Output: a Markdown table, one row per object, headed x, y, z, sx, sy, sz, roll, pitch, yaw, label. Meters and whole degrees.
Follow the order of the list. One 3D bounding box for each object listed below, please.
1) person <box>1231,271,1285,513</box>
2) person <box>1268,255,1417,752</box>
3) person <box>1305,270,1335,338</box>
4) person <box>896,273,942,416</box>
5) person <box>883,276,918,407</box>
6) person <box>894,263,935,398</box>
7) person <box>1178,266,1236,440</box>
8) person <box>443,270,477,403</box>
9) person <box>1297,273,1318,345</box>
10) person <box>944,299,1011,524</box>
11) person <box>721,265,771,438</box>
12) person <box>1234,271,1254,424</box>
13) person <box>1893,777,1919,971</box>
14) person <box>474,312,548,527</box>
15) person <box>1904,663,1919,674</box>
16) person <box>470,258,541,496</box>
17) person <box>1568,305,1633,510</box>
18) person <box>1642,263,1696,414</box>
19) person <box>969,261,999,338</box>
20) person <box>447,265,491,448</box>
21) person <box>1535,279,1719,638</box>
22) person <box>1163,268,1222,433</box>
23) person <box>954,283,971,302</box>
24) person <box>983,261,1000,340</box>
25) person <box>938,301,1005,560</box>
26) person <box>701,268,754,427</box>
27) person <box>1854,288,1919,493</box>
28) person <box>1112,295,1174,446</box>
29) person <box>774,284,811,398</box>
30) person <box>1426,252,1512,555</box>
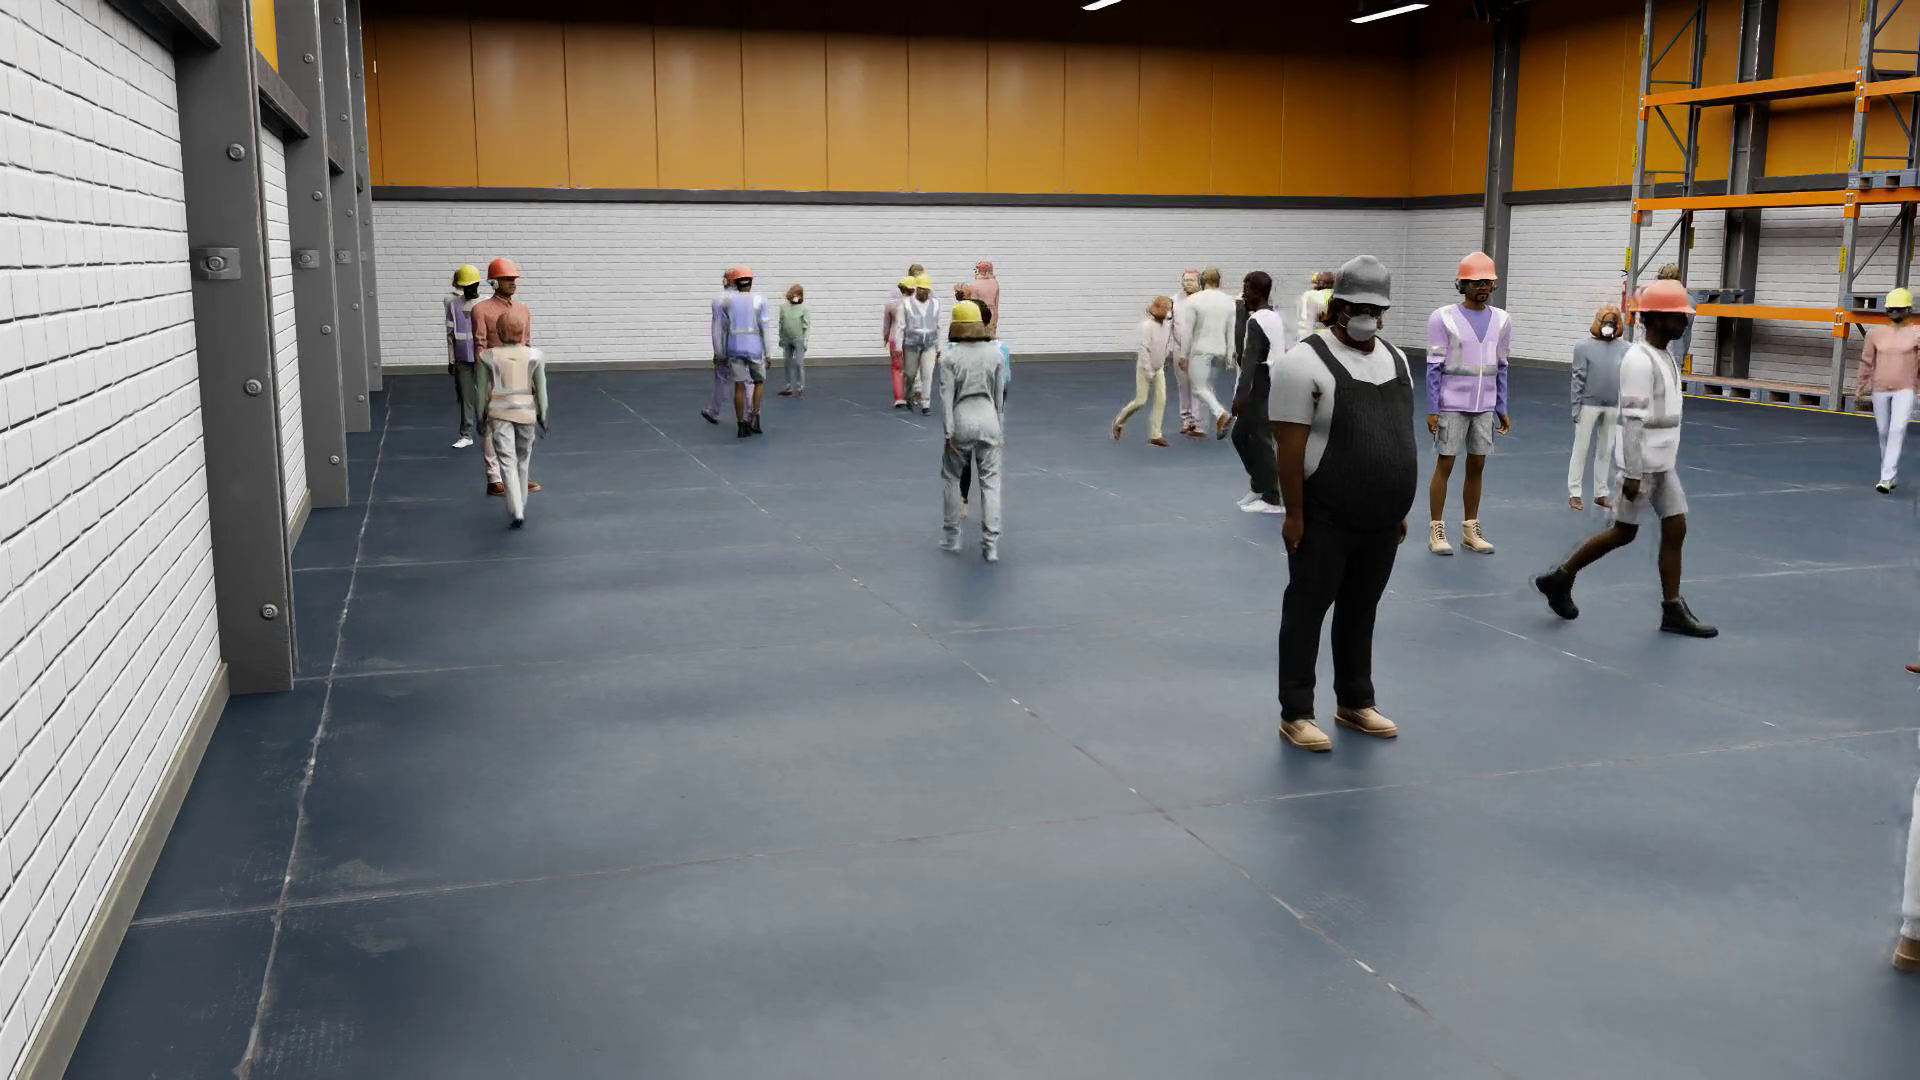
| x | y | z | sx | sy | sz | roll | pitch | yaw | label |
| --- | --- | --- | --- | --- | --- | --- | --- | --- | --- |
| 2.331 | -1.155 | 13.097 | 0.536 | 1.901 | 0.603 | 3 | 10 | 17 | person |
| 1.630 | -0.154 | 6.878 | 0.684 | 2.000 | 0.536 | -6 | 11 | -29 | person |
| 4.427 | -2.411 | 20.579 | 0.665 | 1.819 | 0.735 | -5 | 11 | -27 | person |
| -0.532 | -2.489 | 21.117 | 0.616 | 1.799 | 0.805 | -3 | 10 | -14 | person |
| -0.766 | -2.619 | 22.047 | 0.587 | 1.733 | 0.594 | 2 | 10 | 11 | person |
| -0.679 | -2.969 | 23.571 | 0.645 | 1.910 | 0.813 | -7 | 12 | -34 | person |
| 2.723 | -1.996 | 17.937 | 0.642 | 1.910 | 0.808 | -6 | 11 | -29 | person |
| -6.666 | -2.726 | 22.429 | 0.514 | 1.822 | 0.790 | -6 | 11 | -31 | person |
| 4.994 | -2.930 | 23.732 | 0.639 | 1.788 | 0.905 | 9 | 13 | 43 | person |
| 0.121 | -0.965 | 12.560 | 0.530 | 1.697 | 0.321 | 5 | 11 | 25 | person |
| -2.381 | -2.093 | 18.493 | 0.582 | 1.904 | 0.500 | 1 | 10 | 4 | person |
| 3.328 | -2.136 | 18.930 | 0.429 | 1.840 | 0.637 | 7 | 12 | 35 | person |
| 3.011 | 0.345 | 4.599 | 0.710 | 1.818 | 0.651 | 0 | 10 | -3 | person |
| -3.377 | -0.913 | 12.538 | 0.525 | 1.600 | 0.837 | -4 | 11 | -24 | person |
| 4.751 | -0.225 | 7.782 | 0.313 | 1.869 | 0.538 | 1 | 10 | 7 | person |
| -3.846 | -1.379 | 14.089 | 0.376 | 1.997 | 0.612 | 6 | 12 | 32 | person |
| 5.108 | -1.054 | 13.260 | 0.501 | 1.633 | 0.289 | -1 | 10 | -7 | person |
| 7.217 | -1.864 | 17.069 | 0.635 | 1.939 | 0.367 | -4 | 11 | -23 | person |
| 0.325 | -3.480 | 26.518 | 0.410 | 1.909 | 0.643 | 8 | 13 | 40 | person |
| -5.085 | -1.909 | 17.389 | 0.585 | 1.918 | 0.381 | 1 | 10 | 7 | person |
| 3.641 | -0.447 | 8.972 | 0.897 | 1.912 | 0.548 | 8 | 13 | 40 | person |
| 2.564 | -2.088 | 18.580 | 0.683 | 1.862 | 0.950 | 3 | 10 | 17 | person |
| 0.044 | -2.577 | 22.061 | 0.307 | 1.641 | 0.513 | 3 | 10 | 19 | person |
| 0.435 | -3.573 | 27.064 | 0.403 | 1.904 | 0.651 | 1 | 10 | 5 | person |
| 0.068 | -0.738 | 11.194 | 0.486 | 1.720 | 0.743 | -3 | 10 | -16 | person |
| -2.690 | -2.261 | 19.606 | 0.674 | 1.855 | 0.988 | -7 | 12 | -34 | person |
| 7.874 | -1.255 | 14.105 | 0.837 | 1.729 | 0.553 | -9 | 13 | -42 | person |
| 1.959 | -1.800 | 17.659 | 0.506 | 1.600 | 0.623 | -10 | 14 | -44 | person |
| -2.384 | -2.814 | 23.523 | 0.644 | 1.604 | 0.391 | 5 | 11 | 26 | person |
| 3.450 | -0.914 | 11.264 | 0.605 | 2.045 | 0.378 | -2 | 10 | -12 | person |
